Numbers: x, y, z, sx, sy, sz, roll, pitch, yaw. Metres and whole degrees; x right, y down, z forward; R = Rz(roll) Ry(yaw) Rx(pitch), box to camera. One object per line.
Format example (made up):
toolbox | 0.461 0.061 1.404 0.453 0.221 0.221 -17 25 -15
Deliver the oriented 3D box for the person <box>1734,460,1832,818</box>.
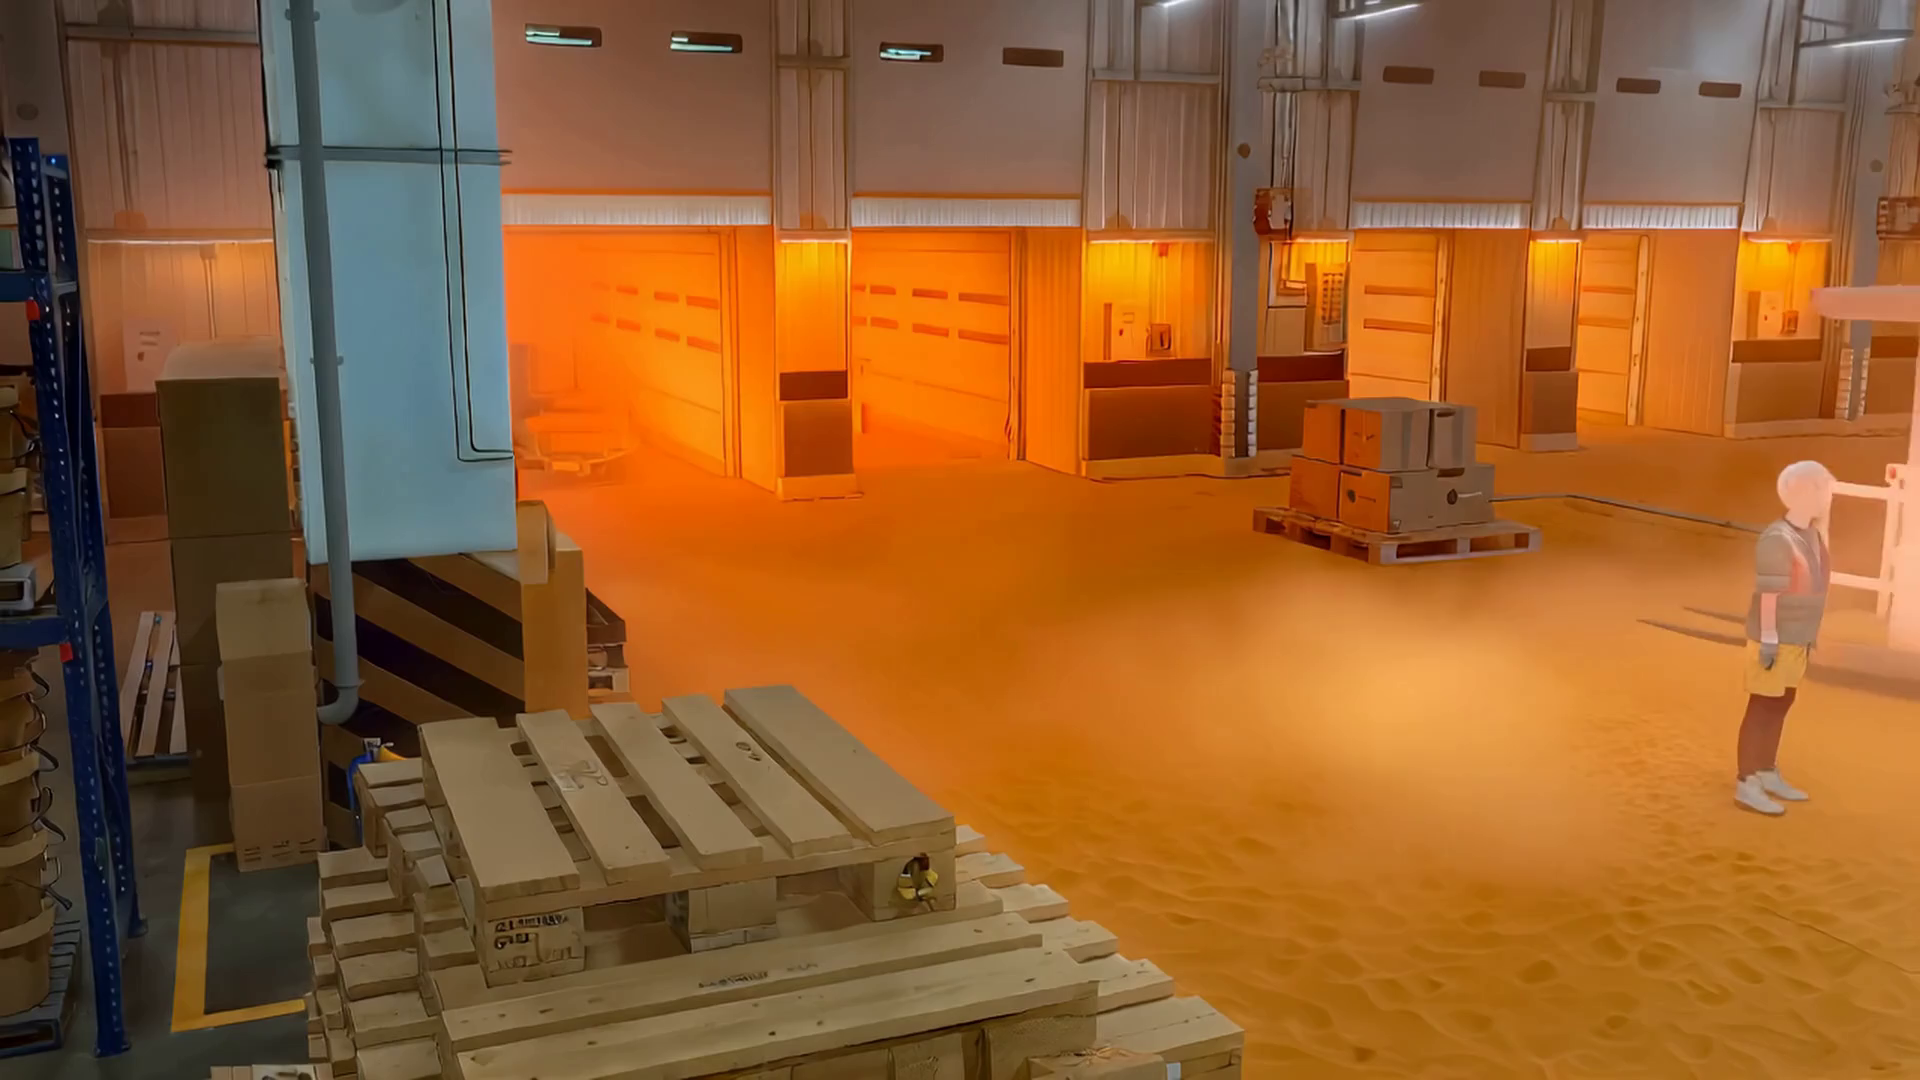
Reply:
person | 3.934 0.458 7.926 0.537 1.696 0.321 -9 14 -41

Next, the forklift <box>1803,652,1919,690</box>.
forklift | 6.205 -0.471 9.782 1.129 2.768 1.873 -8 13 -38
